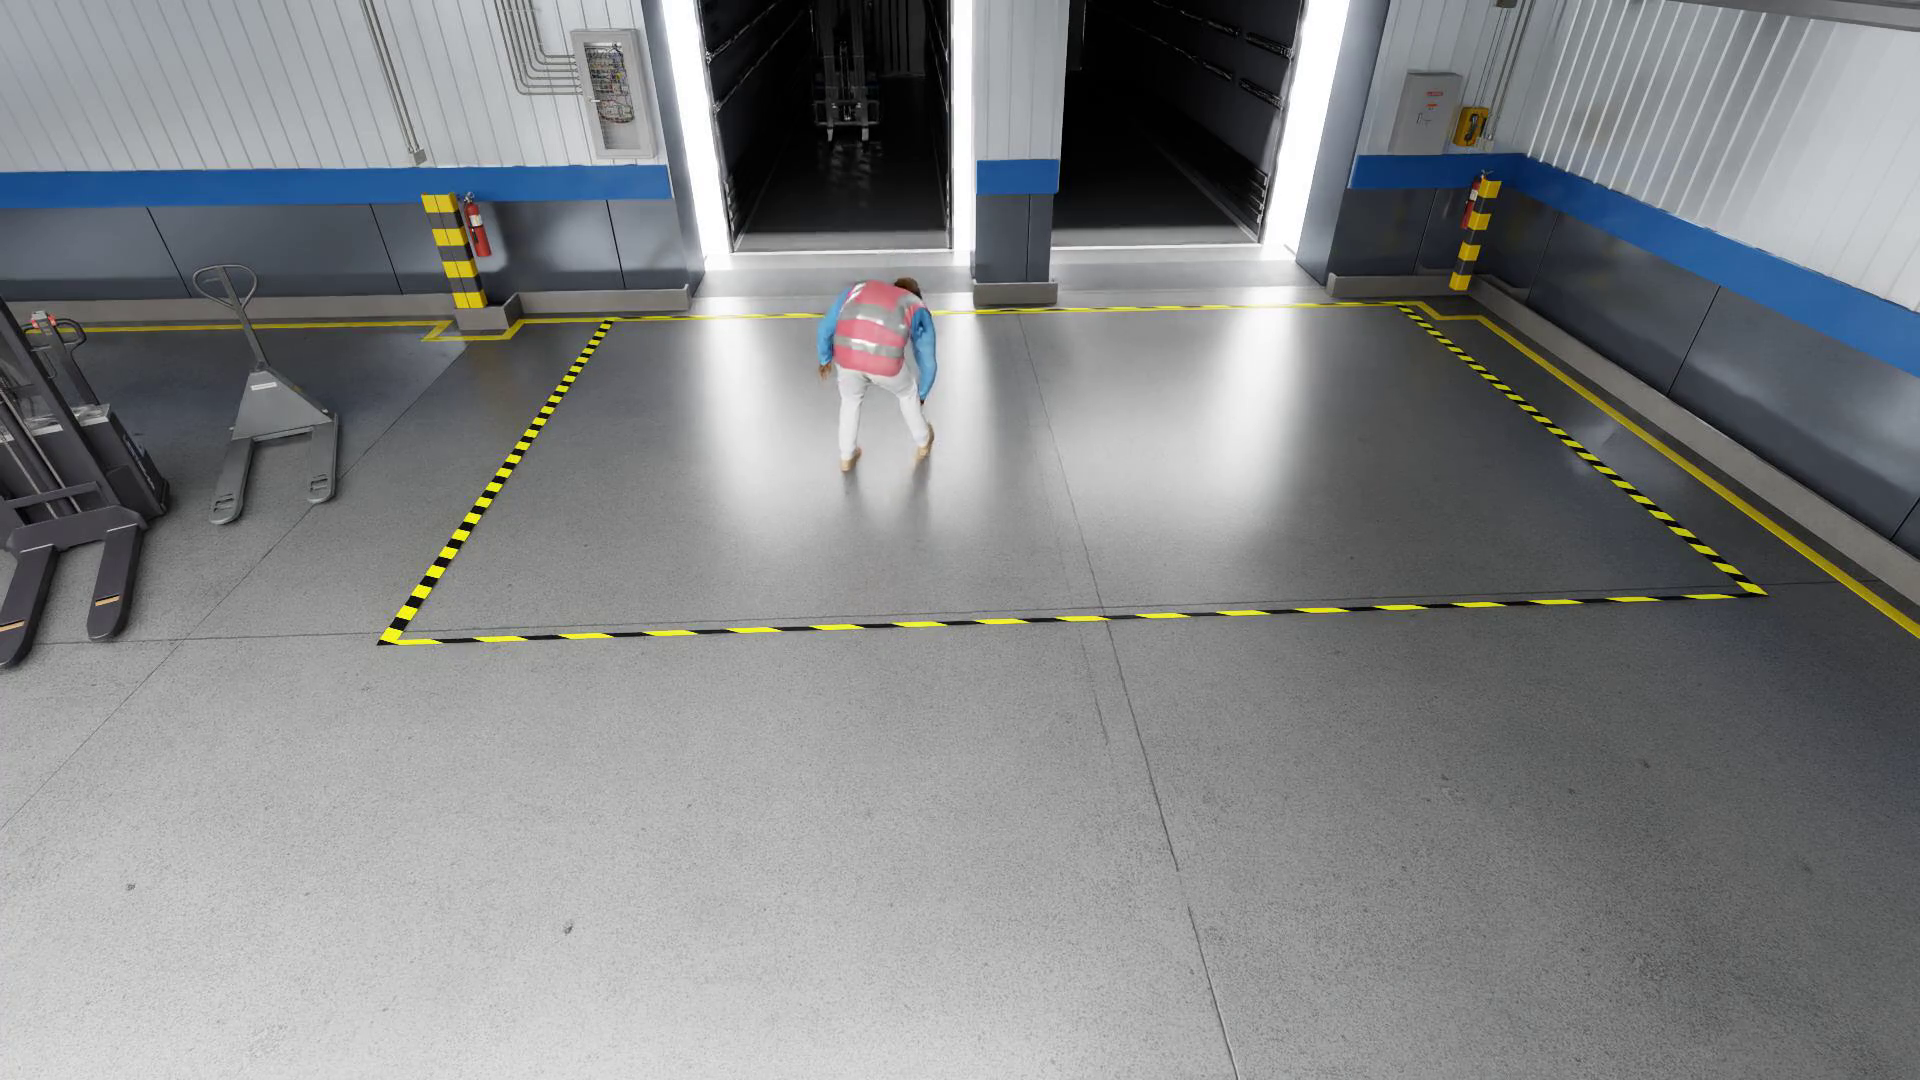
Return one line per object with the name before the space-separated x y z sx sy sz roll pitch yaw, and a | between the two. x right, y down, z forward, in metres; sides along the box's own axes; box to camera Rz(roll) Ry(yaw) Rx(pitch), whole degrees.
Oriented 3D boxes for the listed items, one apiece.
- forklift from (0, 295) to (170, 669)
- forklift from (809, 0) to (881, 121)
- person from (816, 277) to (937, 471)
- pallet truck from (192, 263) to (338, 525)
forklift | -5.212 -0.618 4.878 0.823 1.965 1.885 -20 39 -26
forklift | -1.995 -8.546 15.957 1.157 2.036 2.680 -3 35 -4
person | -0.573 -1.147 6.287 0.870 1.270 0.917 5 35 7
pallet truck | -4.778 -1.027 6.128 0.680 1.201 1.601 -17 38 -23
